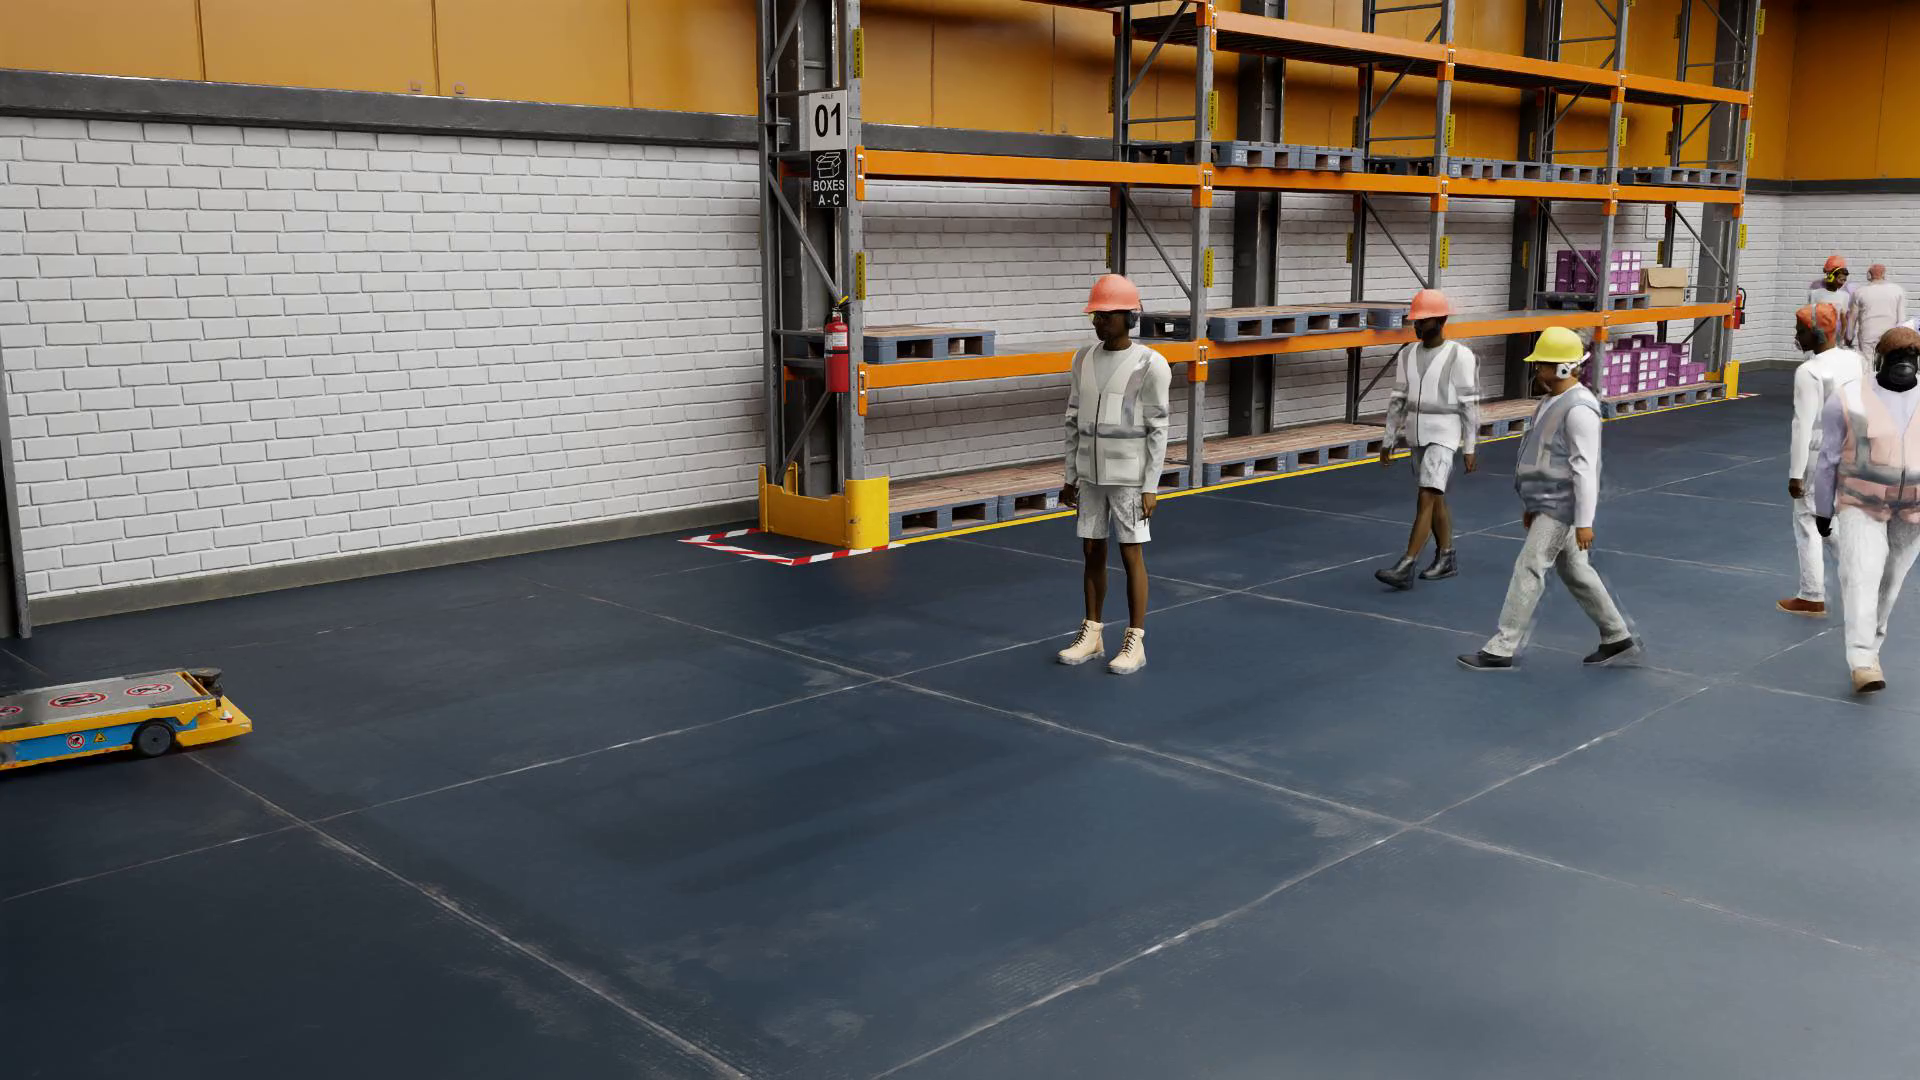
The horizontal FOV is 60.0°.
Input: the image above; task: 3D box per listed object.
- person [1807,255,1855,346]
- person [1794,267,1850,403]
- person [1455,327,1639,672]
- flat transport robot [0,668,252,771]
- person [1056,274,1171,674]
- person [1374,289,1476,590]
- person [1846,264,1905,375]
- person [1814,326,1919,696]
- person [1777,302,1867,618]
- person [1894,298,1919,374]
[{"bbox_3d":[11.898,-2.894,22.724,0.900,1.990,0.642,-6,12,-32],"label":"person"},{"bbox_3d":[11.219,-2.625,21.626,0.585,1.834,0.554,1,10,8],"label":"person"},{"bbox_3d":[3.093,-0.198,8.520,0.933,1.791,0.612,1,10,6],"label":"person"},{"bbox_3d":[-3.907,0.800,7.210,1.431,0.197,0.652,-8,13,-35],"label":"flat transport robot"},{"bbox_3d":[0.777,-0.334,8.559,0.608,2.044,0.370,8,13,39],"label":"person"},{"bbox_3d":[2.920,-0.633,10.591,0.946,1.890,0.568,-7,12,-33],"label":"person"},{"bbox_3d":[12.090,-2.707,22.022,0.657,1.845,1.012,2,11,13],"label":"person"},{"bbox_3d":[4.582,-0.142,8.184,0.637,1.790,0.941,2,11,13],"label":"person"},{"bbox_3d":[5.045,-0.440,9.626,0.619,1.865,0.490,-6,12,-28],"label":"person"},{"bbox_3d":[7.812,-1.162,13.491,0.619,1.878,0.941,4,11,20],"label":"person"}]
